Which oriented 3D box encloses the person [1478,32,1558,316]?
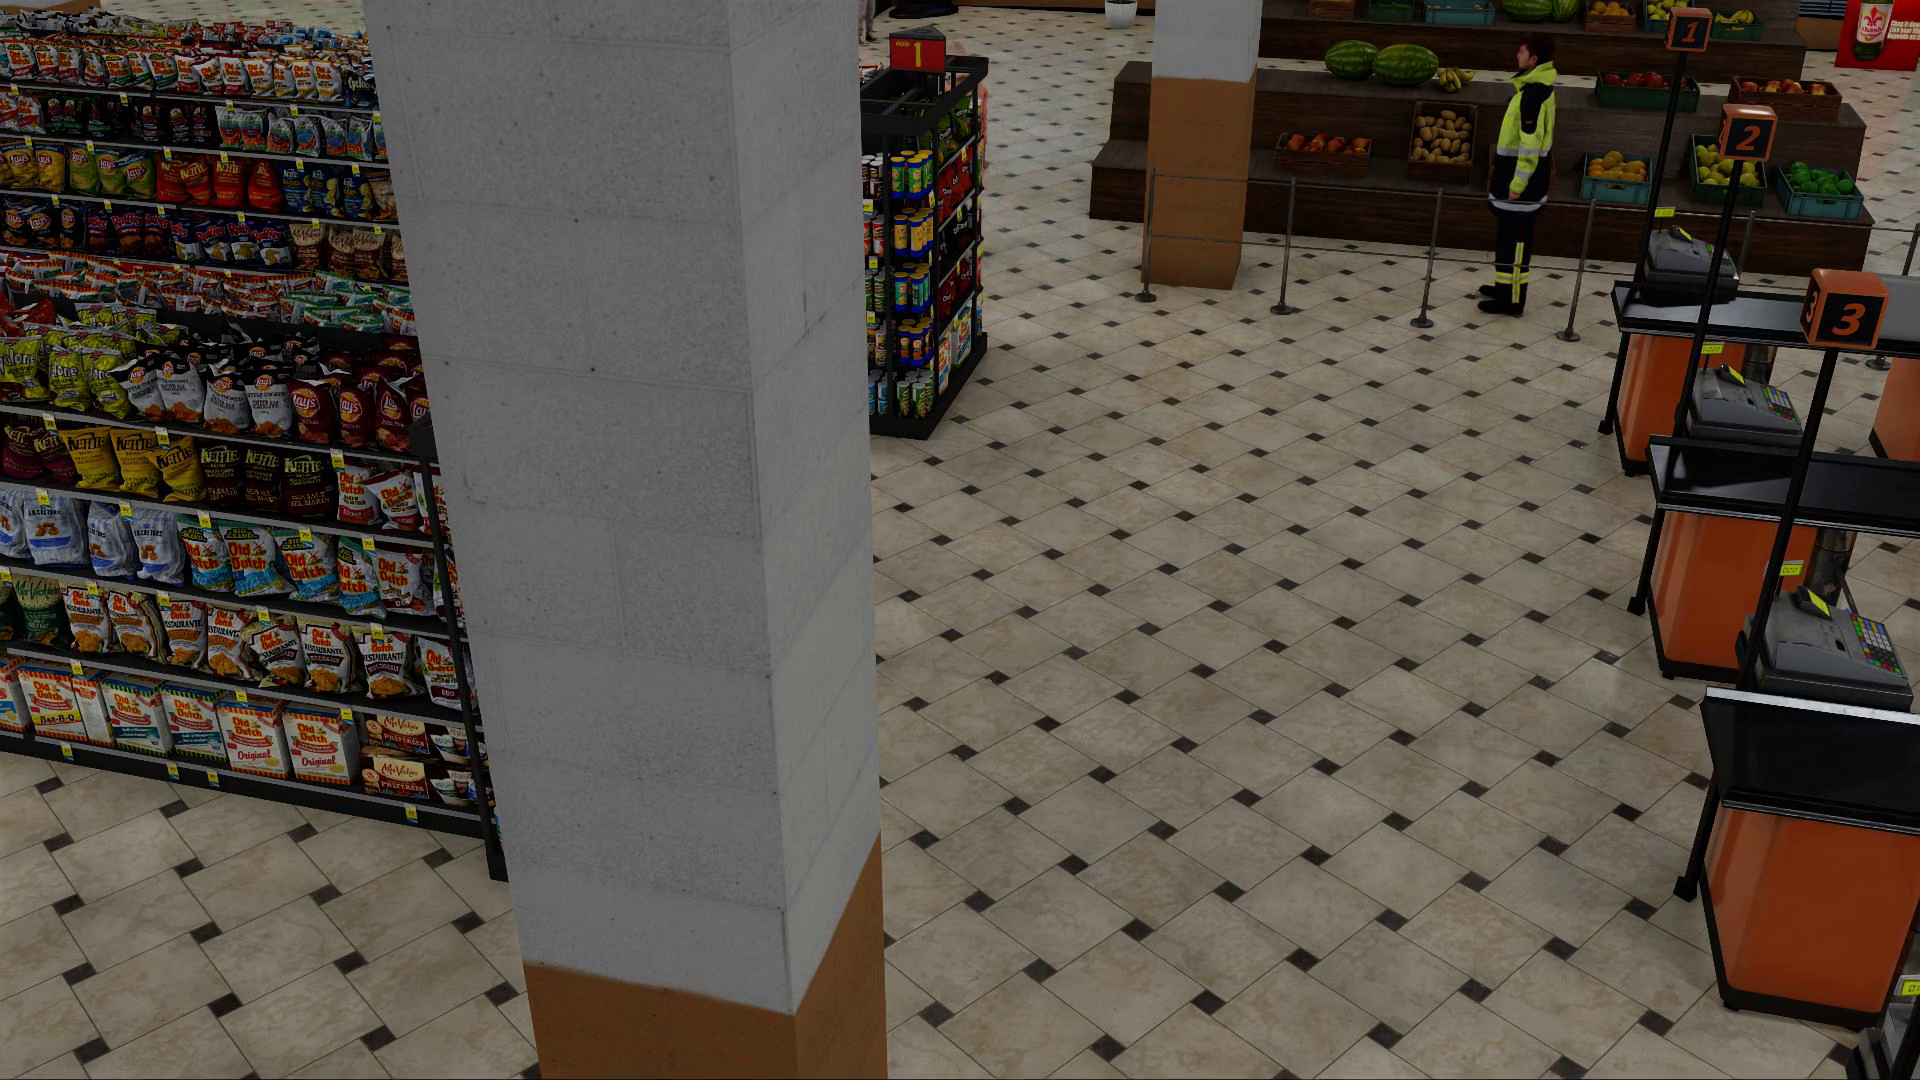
[{"bbox_3d":[3.990,-2.594,11.799,0.647,1.979,0.780,9,30,17],"label":"person"}]

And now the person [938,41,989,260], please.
[{"bbox_3d":[0.037,-2.874,12.612,0.941,1.691,1.005,-16,32,-27],"label":"person"}]

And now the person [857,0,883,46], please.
[{"bbox_3d":[-1.122,-6.592,19.823,0.574,1.307,0.545,23,36,36],"label":"person"}]
